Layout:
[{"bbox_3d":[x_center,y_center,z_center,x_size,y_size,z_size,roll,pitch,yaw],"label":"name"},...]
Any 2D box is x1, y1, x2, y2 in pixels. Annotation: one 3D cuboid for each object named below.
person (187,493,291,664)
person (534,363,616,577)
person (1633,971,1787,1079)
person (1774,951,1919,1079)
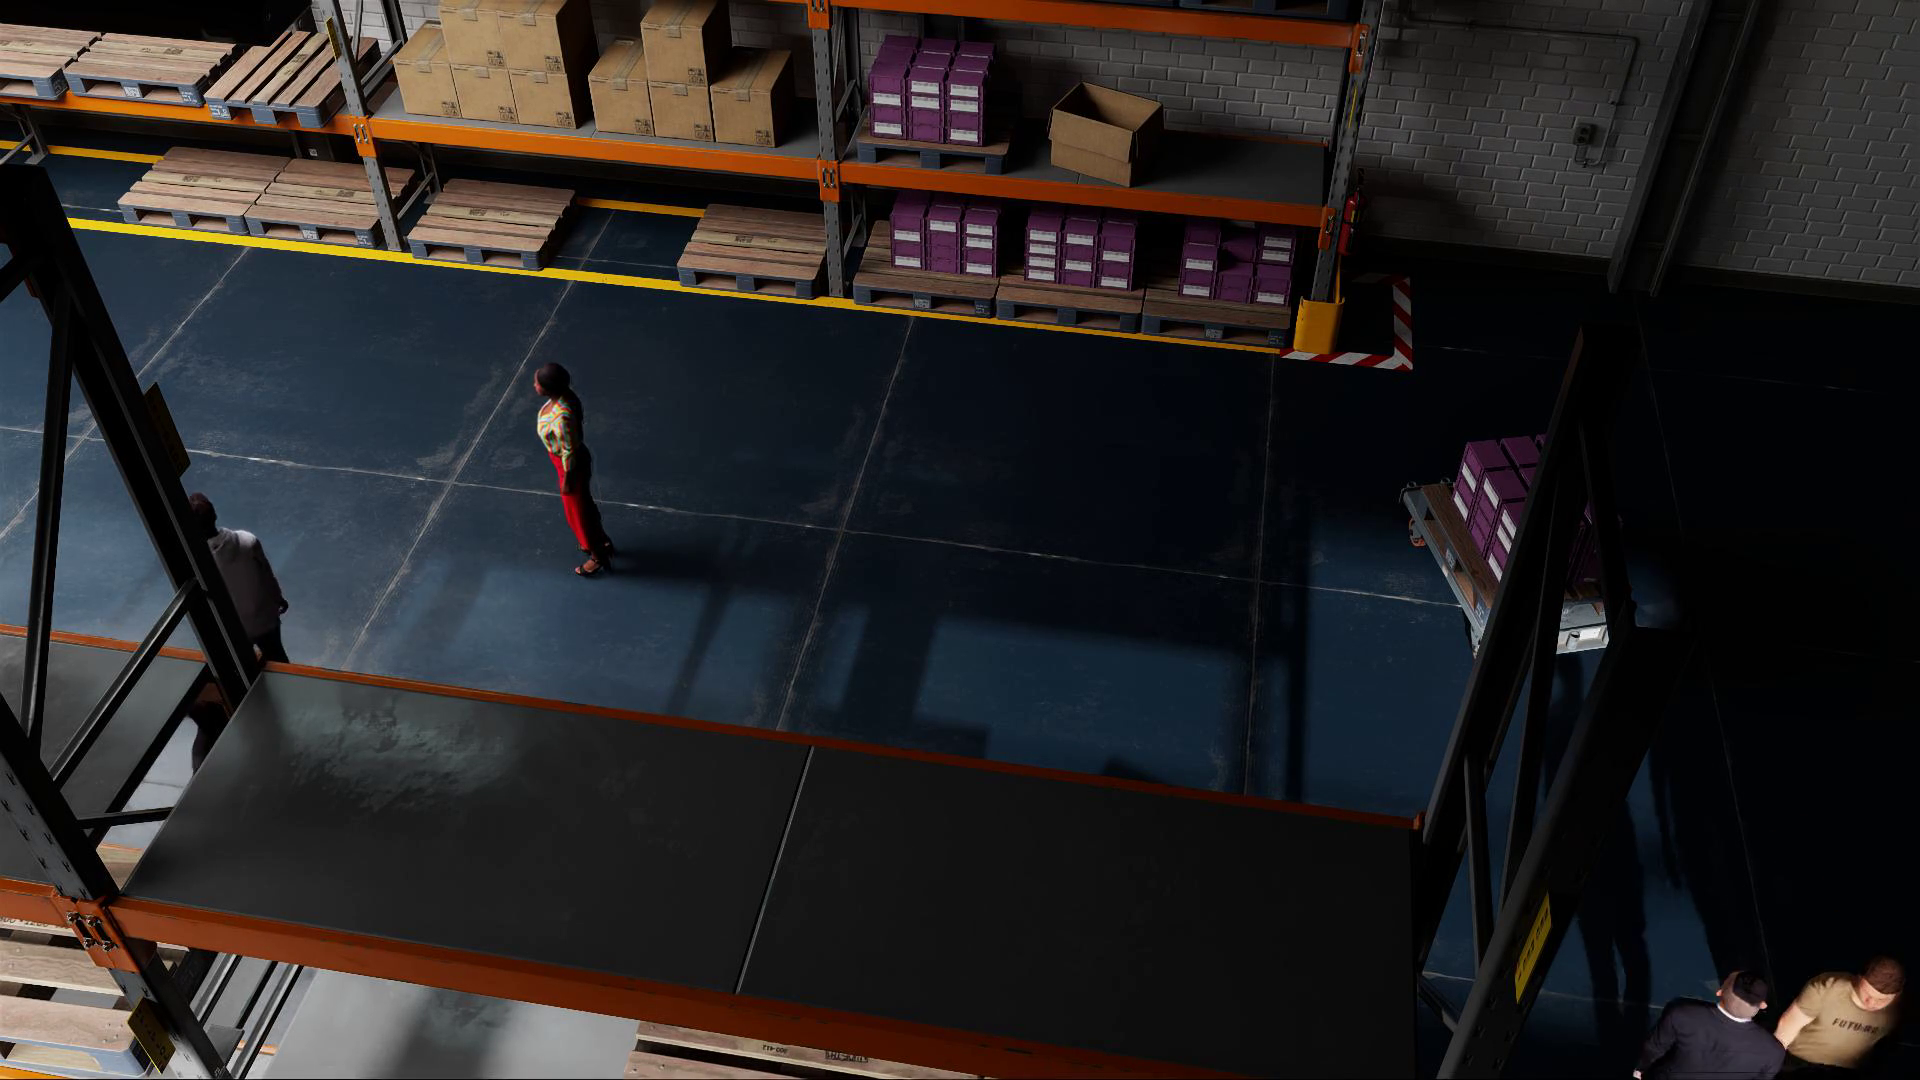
[{"bbox_3d":[-4.282,0.532,10.057,0.966,1.912,1.032,-27,50,-26],"label":"person"},{"bbox_3d":[-2.585,-0.466,11.194,0.653,1.791,0.670,-7,44,-7],"label":"person"},{"bbox_3d":[3.432,2.657,7.802,0.781,1.946,0.892,22,48,22],"label":"person"},{"bbox_3d":[4.222,2.421,8.152,1.252,1.805,0.946,12,45,12],"label":"person"}]
